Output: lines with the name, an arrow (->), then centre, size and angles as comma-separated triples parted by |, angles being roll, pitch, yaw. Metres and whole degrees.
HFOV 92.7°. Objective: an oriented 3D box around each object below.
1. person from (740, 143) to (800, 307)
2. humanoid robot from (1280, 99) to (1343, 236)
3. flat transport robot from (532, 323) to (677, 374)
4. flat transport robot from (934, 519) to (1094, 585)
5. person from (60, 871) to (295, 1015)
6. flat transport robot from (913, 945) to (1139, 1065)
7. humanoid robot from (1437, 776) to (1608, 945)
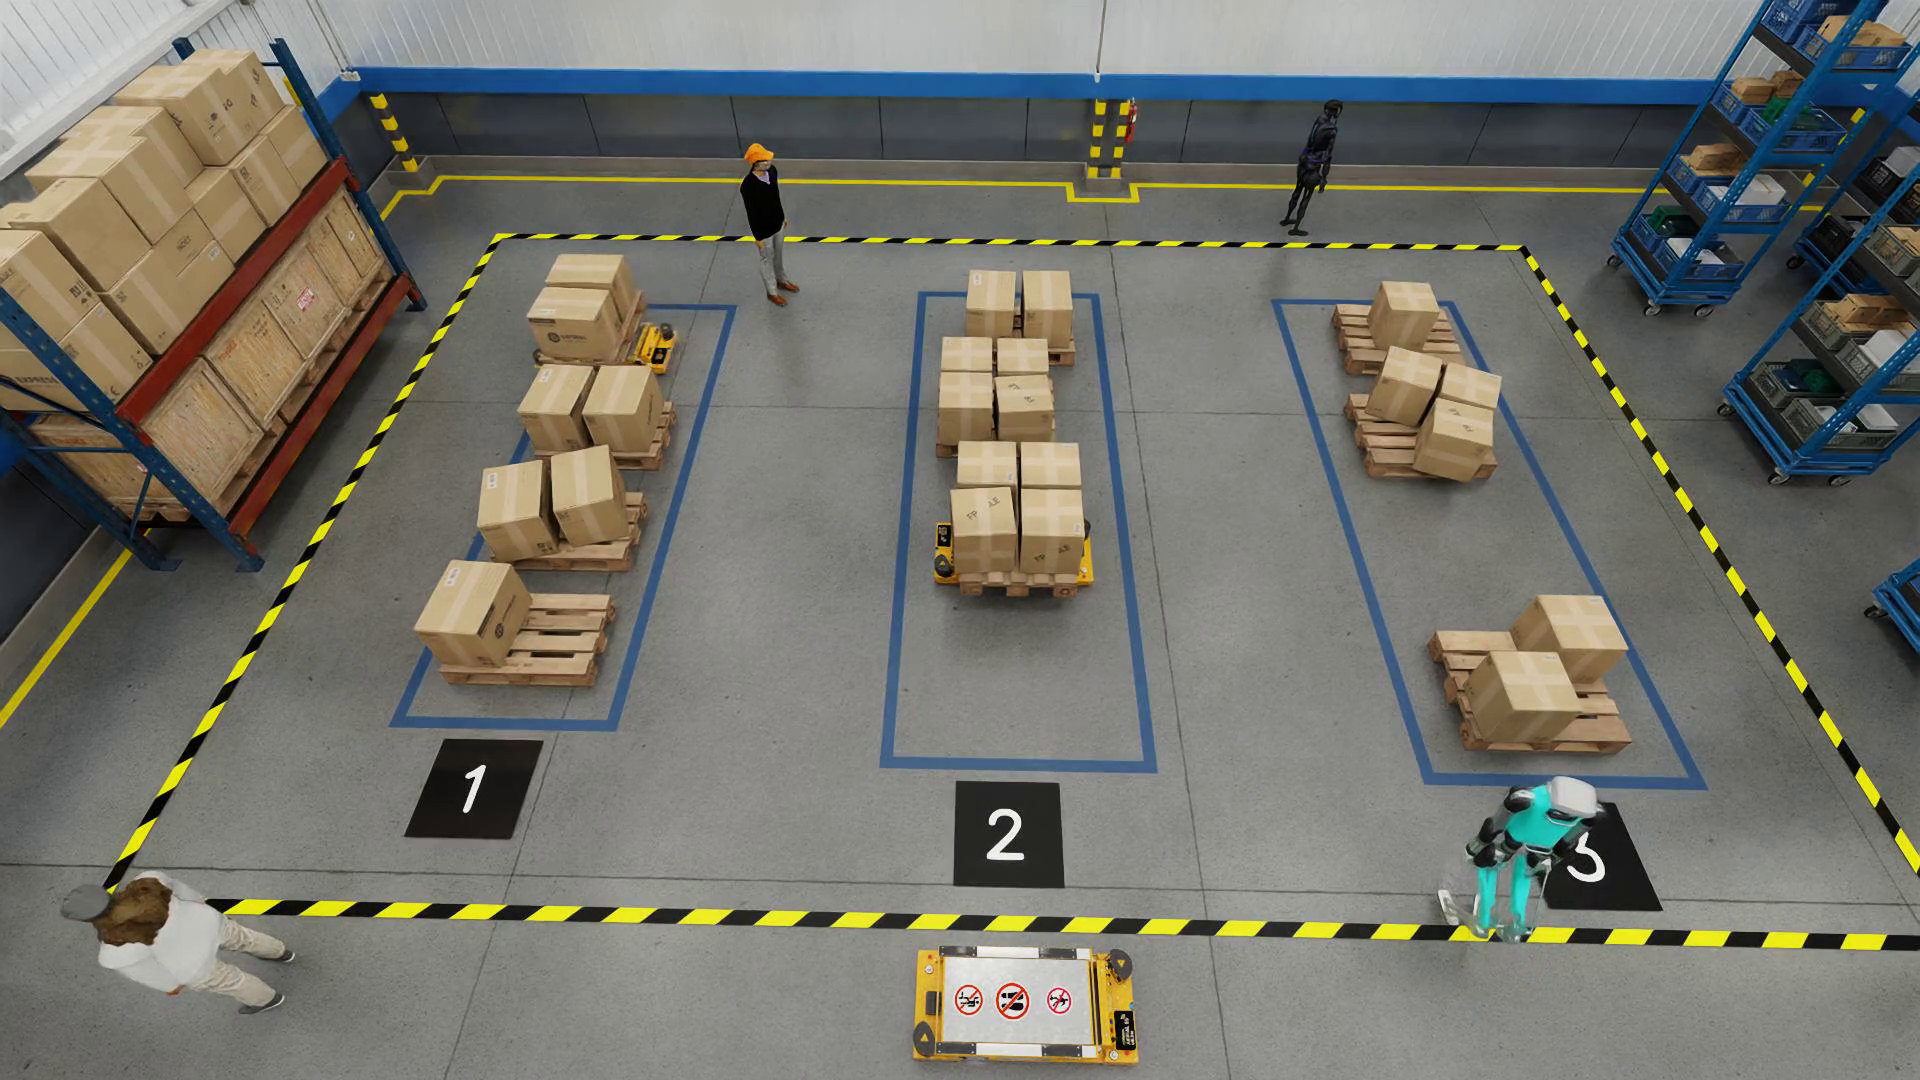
person -> -2.153, -3.546, 10.335 | 0.356, 1.884, 0.589 | 20, 53, 15
humanoid robot -> 4.359, -4.611, 11.326 | 0.315, 1.657, 0.599 | -7, 51, -6
flat transport robot -> -3.958, -2.156, 10.225 | 1.431, 0.197, 0.652 | 1, 51, 1
flat transport robot -> 0.490, 0.087, 8.397 | 1.431, 0.197, 0.652 | 1, 51, 1
person -> -4.657, 2.438, 5.530 | 0.396, 1.767, 0.573 | -7, 51, -5
flat transport robot -> 0.422, 3.041, 6.007 | 1.431, 0.231, 0.659 | 1, 51, 1
humanoid robot -> 3.481, 2.128, 5.717 | 0.533, 1.677, 0.735 | 10, 51, 8
